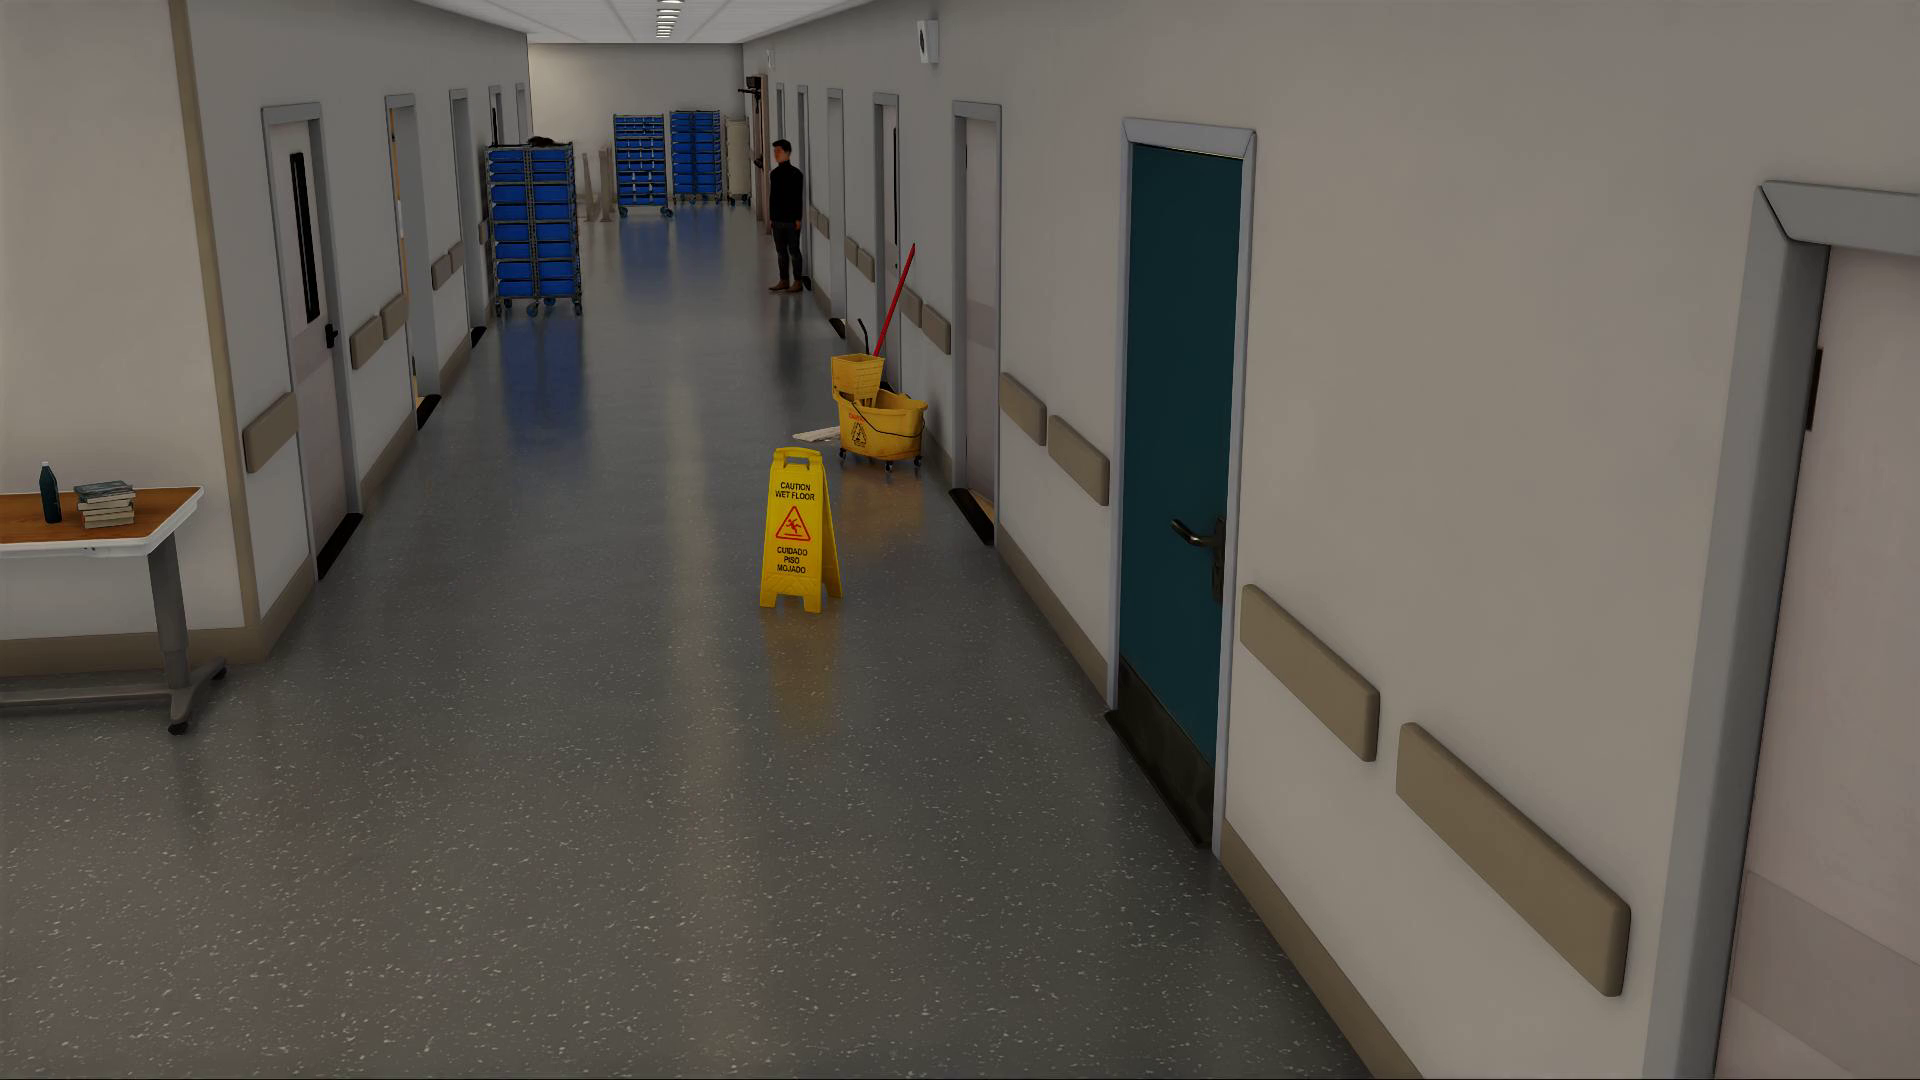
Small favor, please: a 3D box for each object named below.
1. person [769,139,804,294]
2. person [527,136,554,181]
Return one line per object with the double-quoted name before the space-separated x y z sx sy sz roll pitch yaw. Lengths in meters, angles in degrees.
"person" -1.992 -3.727 19.134 0.695 1.721 0.777 13 20 38
"person" -5.561 -4.607 22.487 0.975 1.597 1.031 7 17 23
